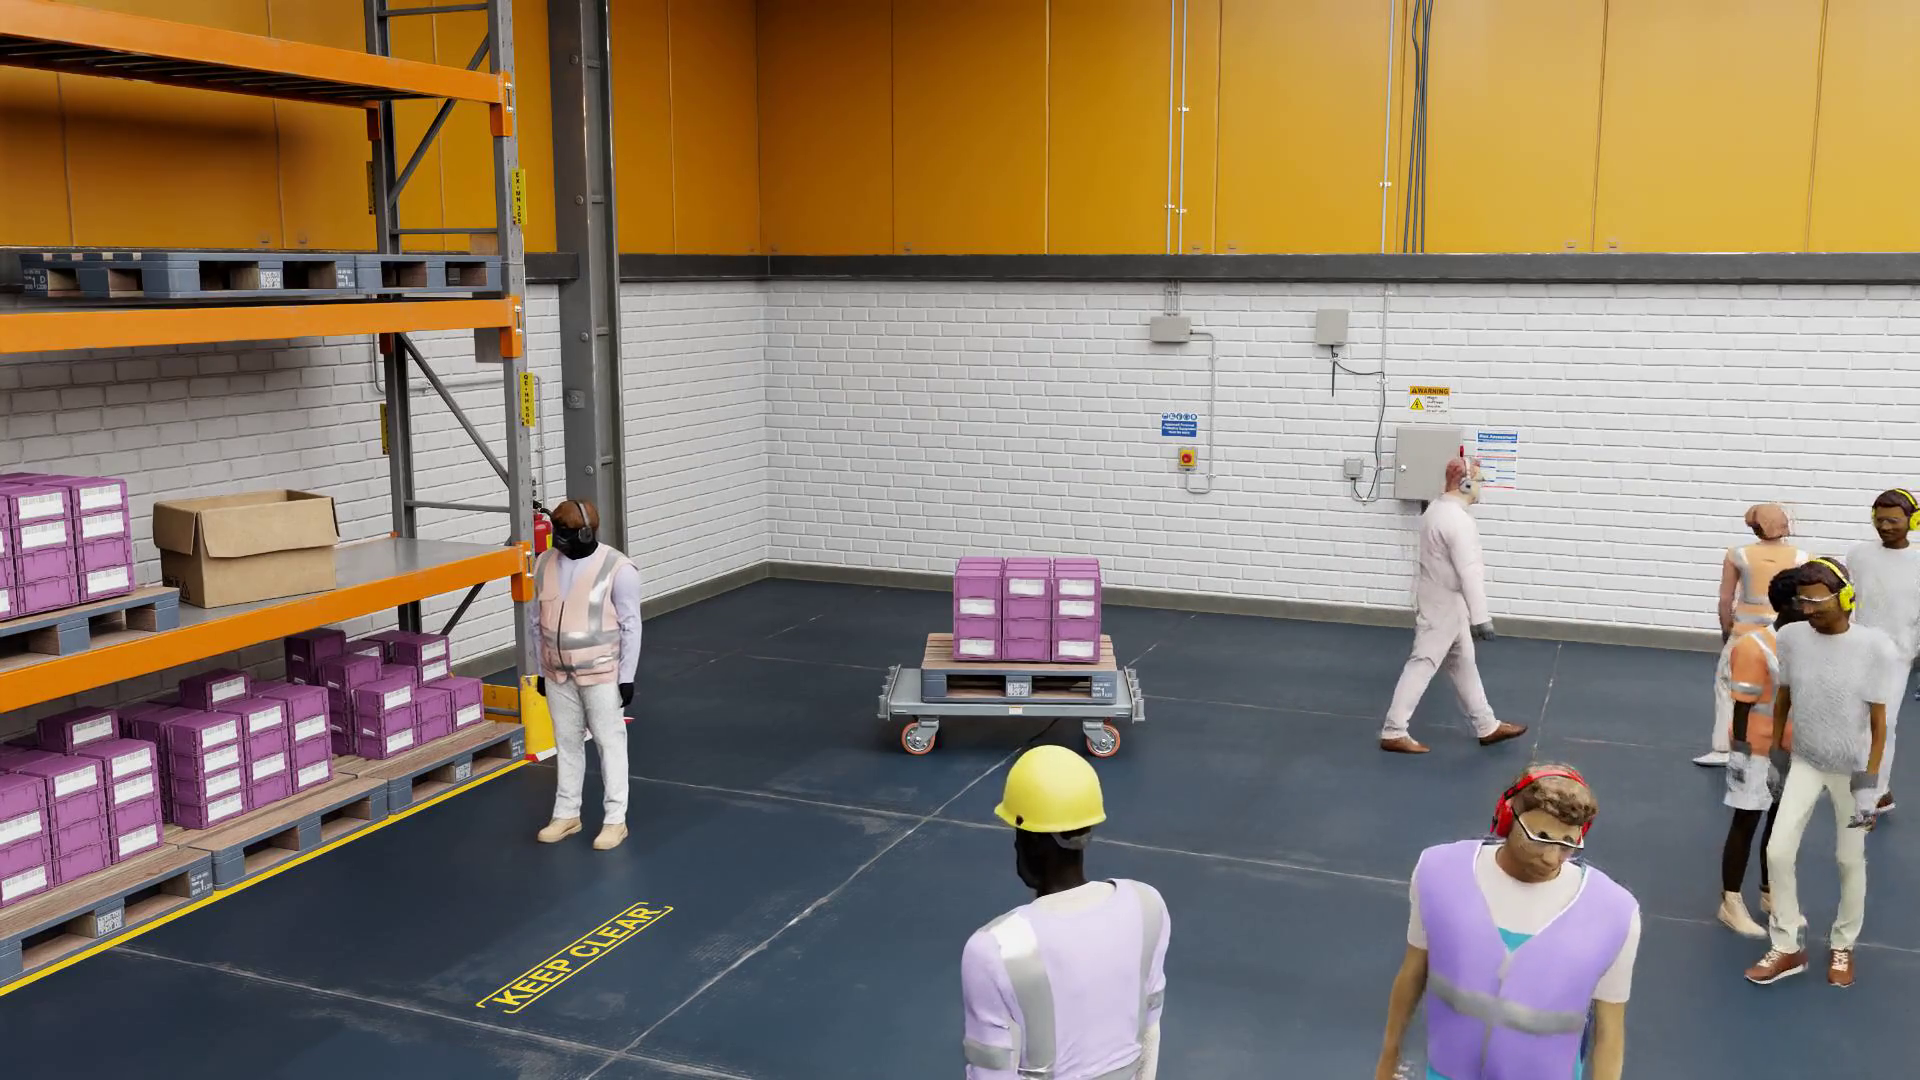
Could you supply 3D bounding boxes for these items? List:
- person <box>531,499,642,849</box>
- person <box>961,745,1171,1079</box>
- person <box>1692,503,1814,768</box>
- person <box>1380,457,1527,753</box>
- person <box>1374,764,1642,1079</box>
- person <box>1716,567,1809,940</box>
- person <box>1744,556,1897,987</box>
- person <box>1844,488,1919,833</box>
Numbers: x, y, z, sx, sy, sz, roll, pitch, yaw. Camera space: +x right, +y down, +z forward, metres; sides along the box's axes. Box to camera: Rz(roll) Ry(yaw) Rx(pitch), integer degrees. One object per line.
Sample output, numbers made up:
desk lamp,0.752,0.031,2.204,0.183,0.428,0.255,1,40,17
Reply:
person,-1.964,0.696,8.681,0.624,1.840,0.430,4,10,21
person,0.230,1.428,3.969,0.587,1.928,0.362,-7,12,-38
person,4.803,0.589,9.978,0.725,1.619,0.384,3,10,17
person,3.083,0.418,10.315,0.955,1.856,0.656,1,9,7
person,1.344,1.445,4.242,0.651,1.800,0.746,4,10,25
person,3.714,0.950,7.579,0.545,1.695,0.332,-4,10,-22
person,3.594,0.981,6.961,0.480,1.835,0.668,9,13,43
person,4.969,0.642,8.971,0.465,1.855,0.529,-8,12,-40
